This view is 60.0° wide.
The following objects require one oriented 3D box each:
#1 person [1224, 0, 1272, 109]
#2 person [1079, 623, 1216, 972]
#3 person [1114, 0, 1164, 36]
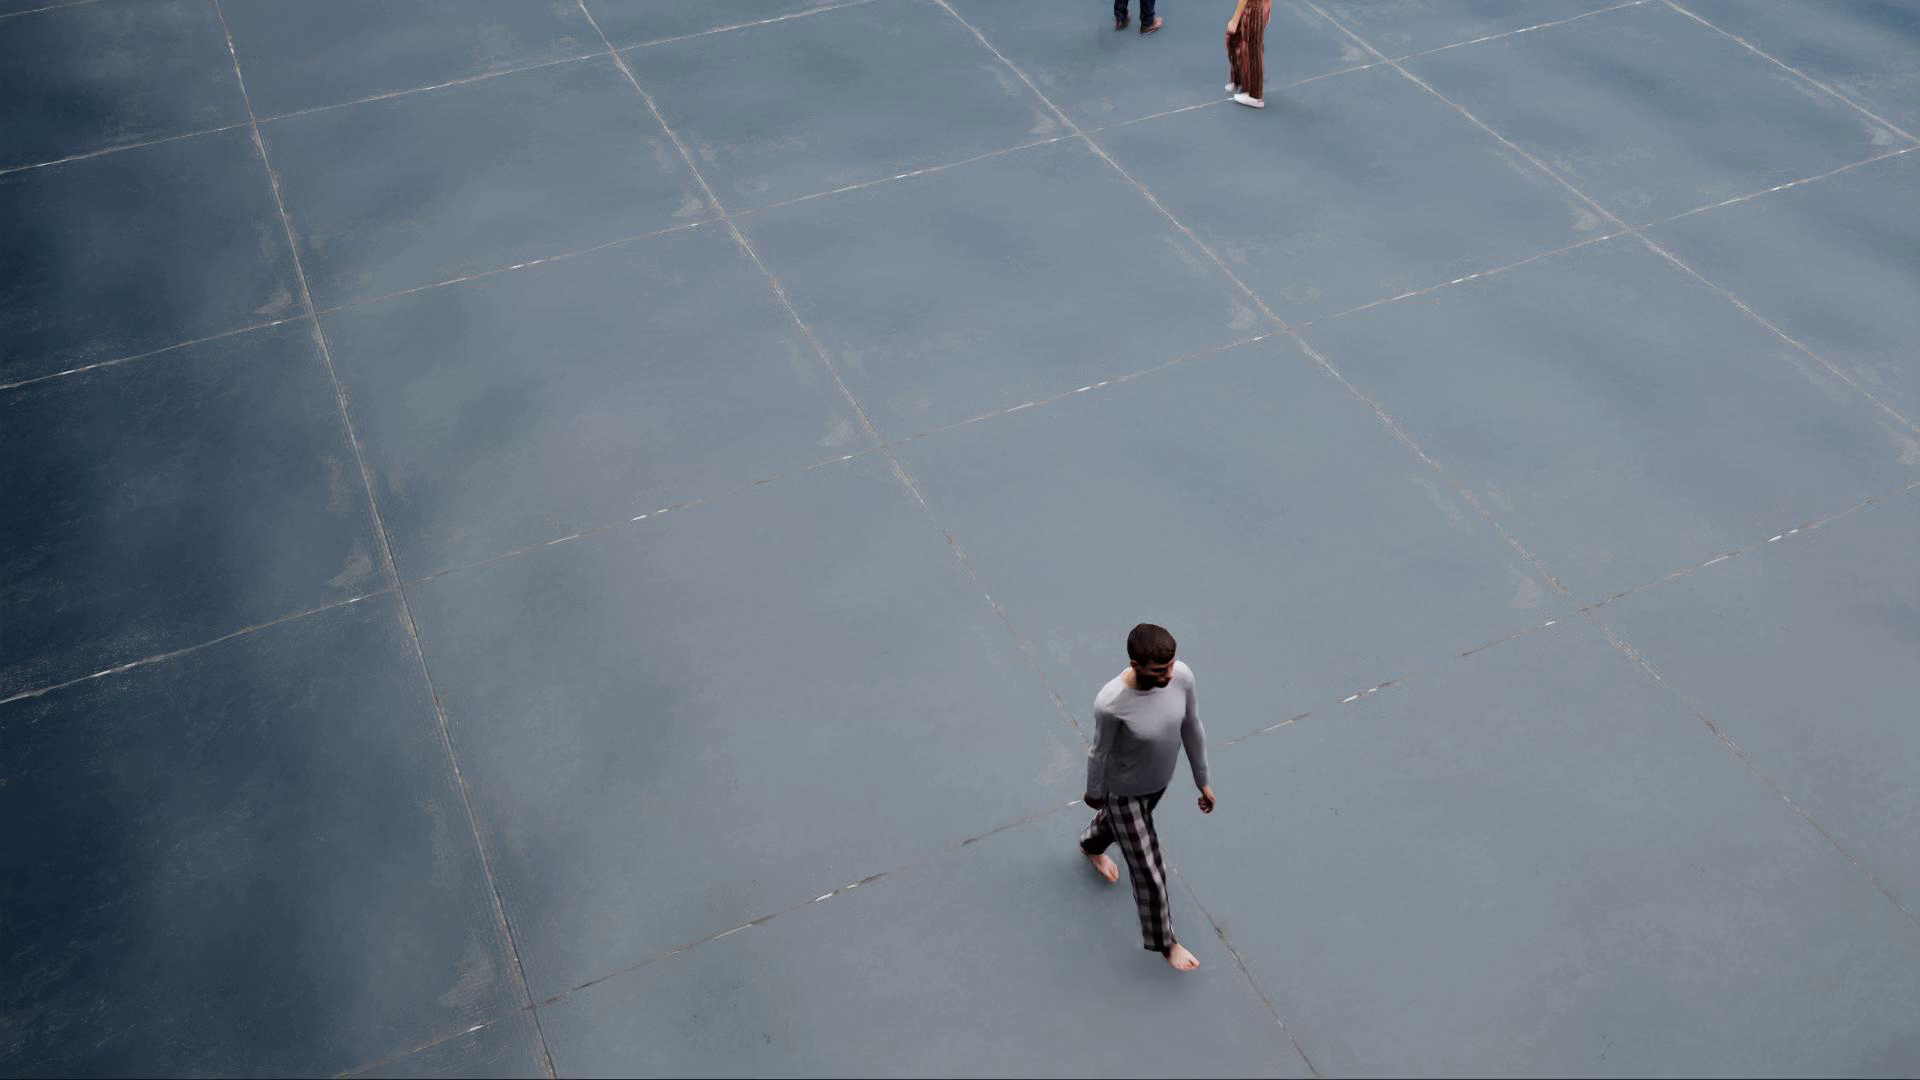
[{"bbox_3d":[2.414,-4.154,13.177,0.764,1.550,0.703,16,45,17],"label":"person"},{"bbox_3d":[0.739,0.993,7.326,0.755,1.798,1.170,-25,48,-25],"label":"person"},{"bbox_3d":[1.549,-5.246,14.161,0.836,1.844,0.932,20,46,21],"label":"person"}]
